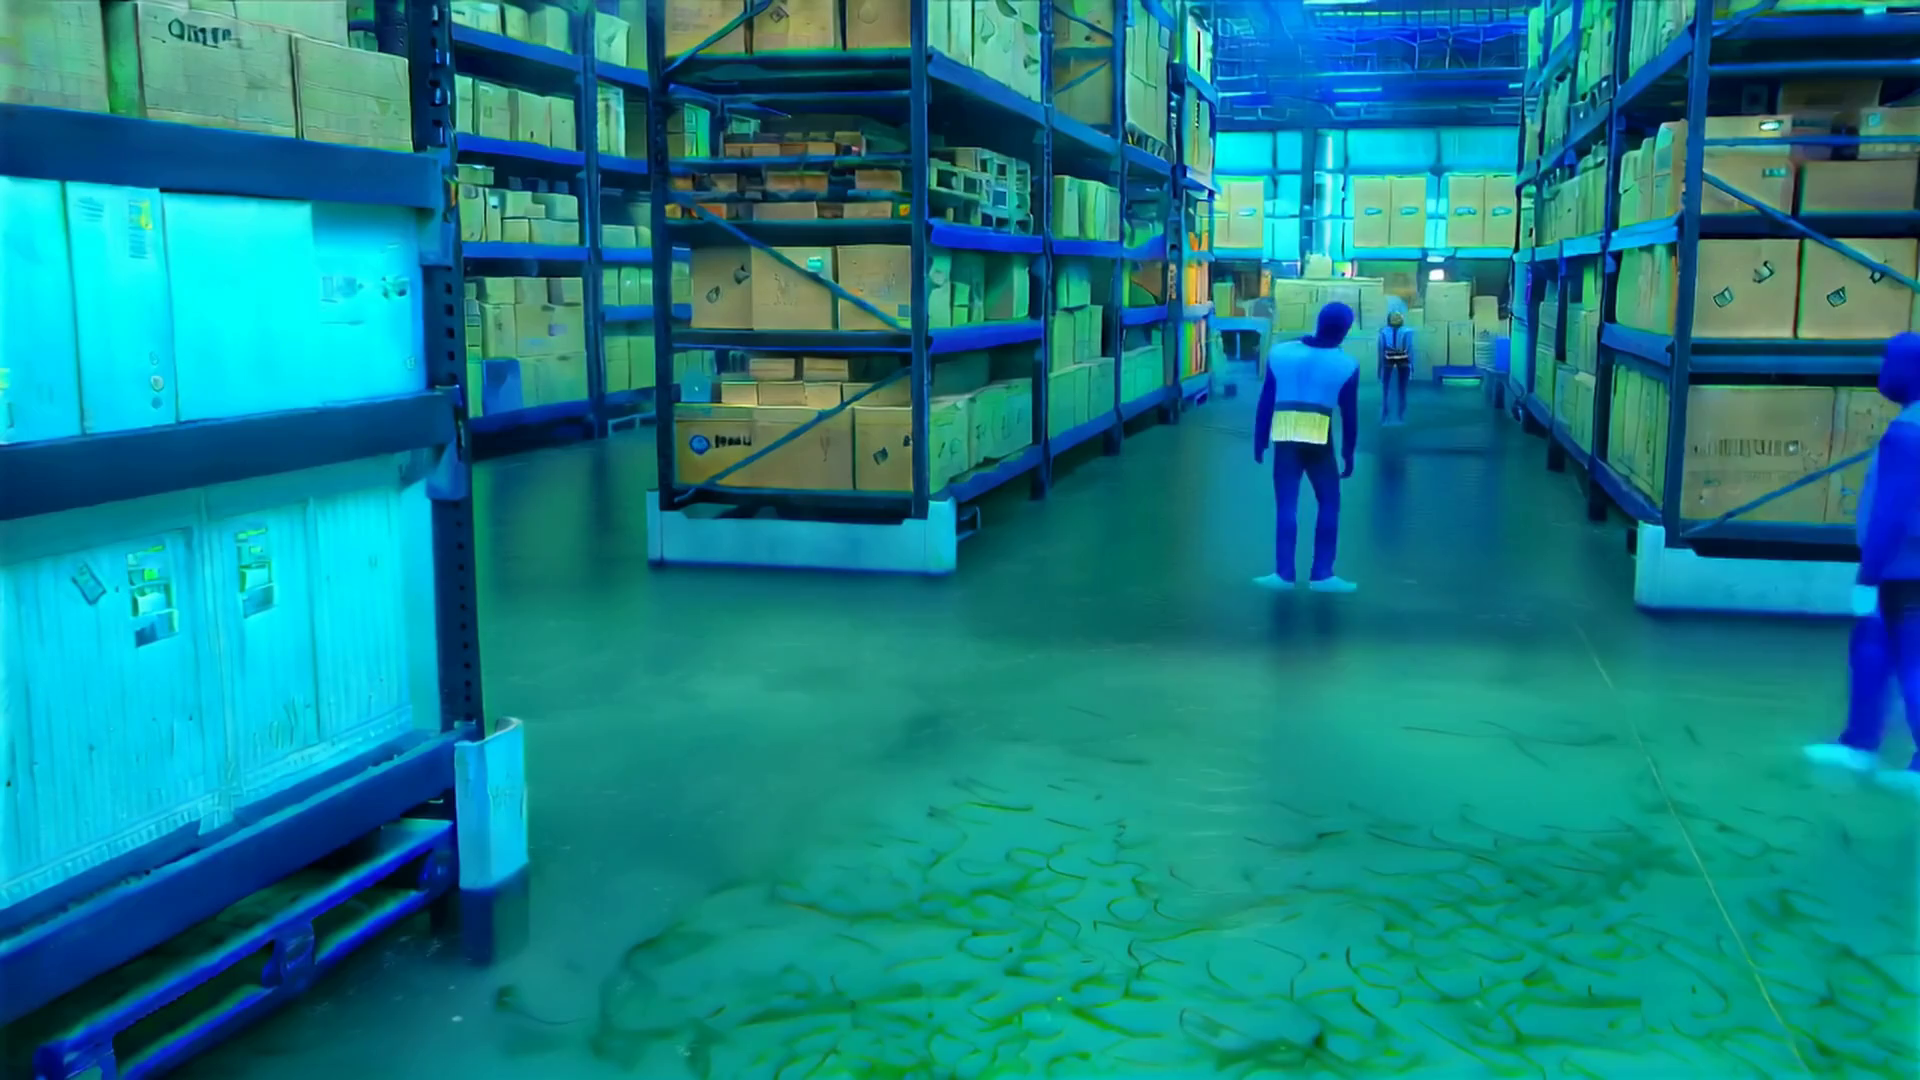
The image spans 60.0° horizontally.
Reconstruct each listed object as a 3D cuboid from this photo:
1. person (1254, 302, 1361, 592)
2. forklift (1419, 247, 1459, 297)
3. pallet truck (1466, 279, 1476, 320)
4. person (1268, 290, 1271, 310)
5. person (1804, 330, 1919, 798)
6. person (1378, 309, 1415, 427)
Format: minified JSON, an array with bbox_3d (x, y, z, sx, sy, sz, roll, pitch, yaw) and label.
[{"bbox_3d":[2.226,-0.588,10.726,0.687,1.875,0.375,3,9,18],"label":"person"},{"bbox_3d":[12.539,-6.285,43.706,1.129,2.768,1.873,6,11,34],"label":"forklift"},{"bbox_3d":[18.896,-8.459,60.307,1.885,1.965,0.823,5,10,31],"label":"pallet truck"},{"bbox_3d":[10.801,-7.799,57.277,0.408,1.623,0.585,-4,10,-23],"label":"person"},{"bbox_3d":[3.627,0.095,6.527,0.736,1.815,0.661,8,12,43],"label":"person"},{"bbox_3d":[6.032,-2.384,22.960,0.515,1.605,0.827,4,10,23],"label":"person"}]
